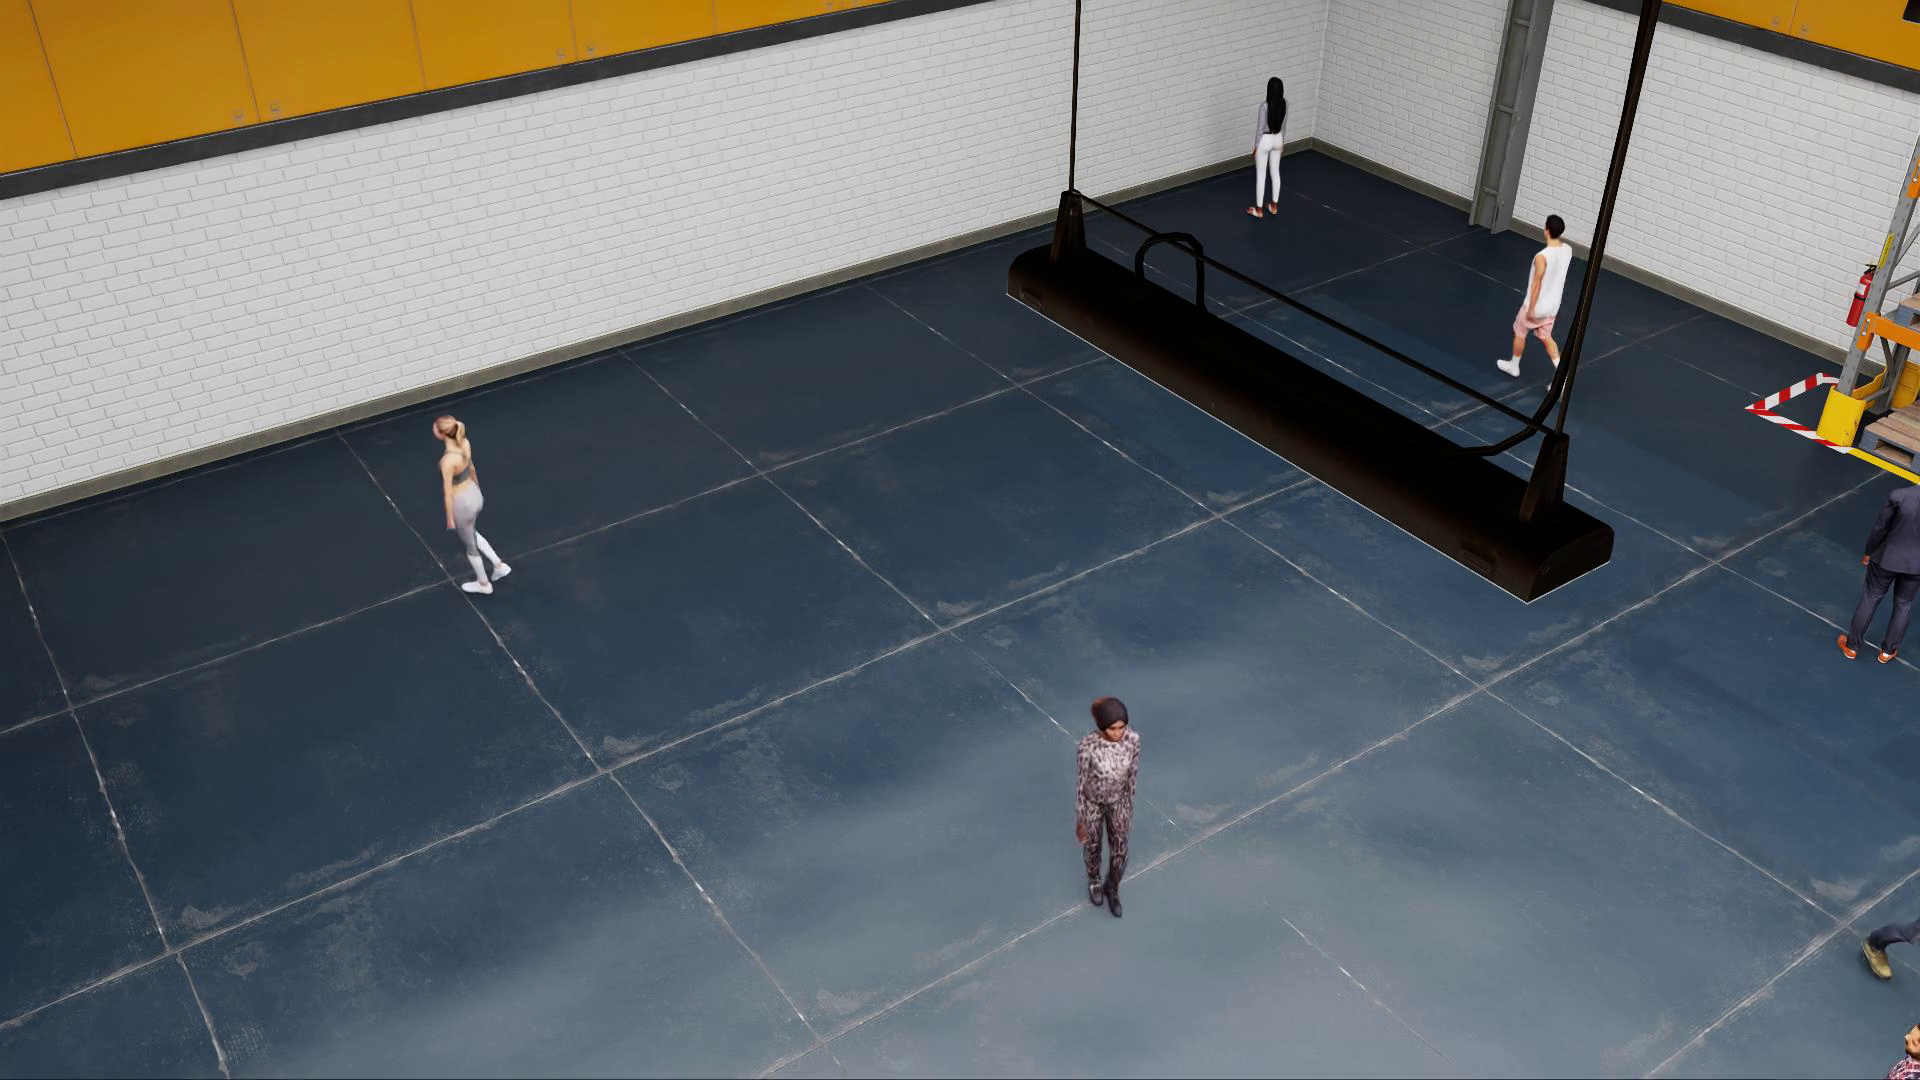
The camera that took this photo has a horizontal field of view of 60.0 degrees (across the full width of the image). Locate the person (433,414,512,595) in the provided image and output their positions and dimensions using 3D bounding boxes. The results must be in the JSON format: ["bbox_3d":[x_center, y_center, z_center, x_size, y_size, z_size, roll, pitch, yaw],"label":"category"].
[{"bbox_3d":[-3.923,-0.265,13.461,0.810,1.695,0.750,7,34,10],"label":"person"}]

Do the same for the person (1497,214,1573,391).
[{"bbox_3d":[5.832,-2.311,16.479,0.714,1.760,1.104,-16,37,-22],"label":"person"}]

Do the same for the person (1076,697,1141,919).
[{"bbox_3d":[0.899,1.628,10.606,0.704,1.703,0.767,-3,34,-4],"label":"person"}]

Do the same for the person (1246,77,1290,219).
[{"bbox_3d":[3.765,-4.793,20.247,0.626,1.724,0.574,-15,36,-21],"label":"person"}]

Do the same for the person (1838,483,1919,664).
[{"bbox_3d":[7.201,0.152,12.716,0.750,1.824,0.855,12,35,17],"label":"person"}]
